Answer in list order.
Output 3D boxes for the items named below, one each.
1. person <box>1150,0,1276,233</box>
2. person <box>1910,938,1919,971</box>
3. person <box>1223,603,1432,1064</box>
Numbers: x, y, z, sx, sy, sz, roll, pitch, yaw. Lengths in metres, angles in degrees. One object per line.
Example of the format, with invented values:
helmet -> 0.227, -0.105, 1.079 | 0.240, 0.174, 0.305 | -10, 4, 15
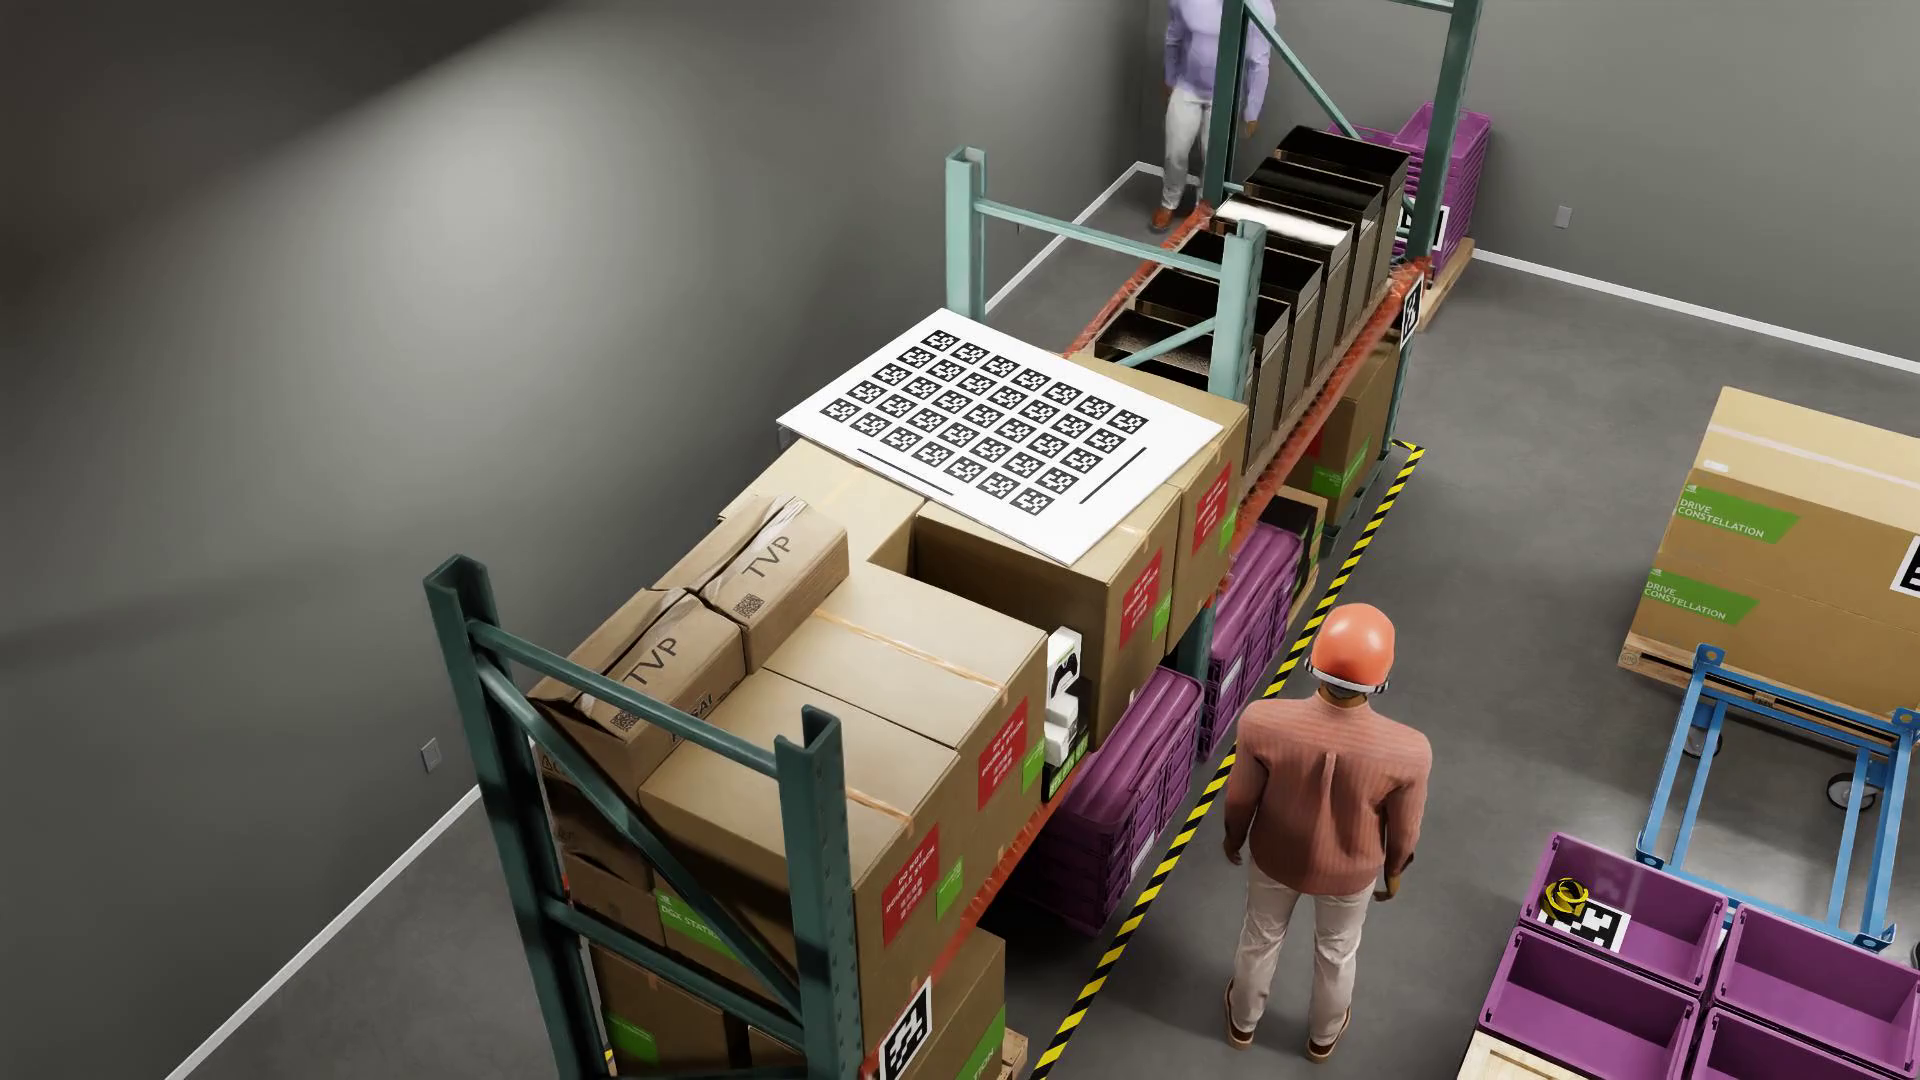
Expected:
person -> 1.480, -2.602, 9.727 | 0.663, 1.901, 0.462 | 16, 43, 18
person -> 3.706, 0.952, 5.551 | 0.586, 1.822, 0.404 | 23, 45, 25
person -> 1.149, 0.987, 5.377 | 0.608, 1.996, 0.379 | 11, 41, 12
